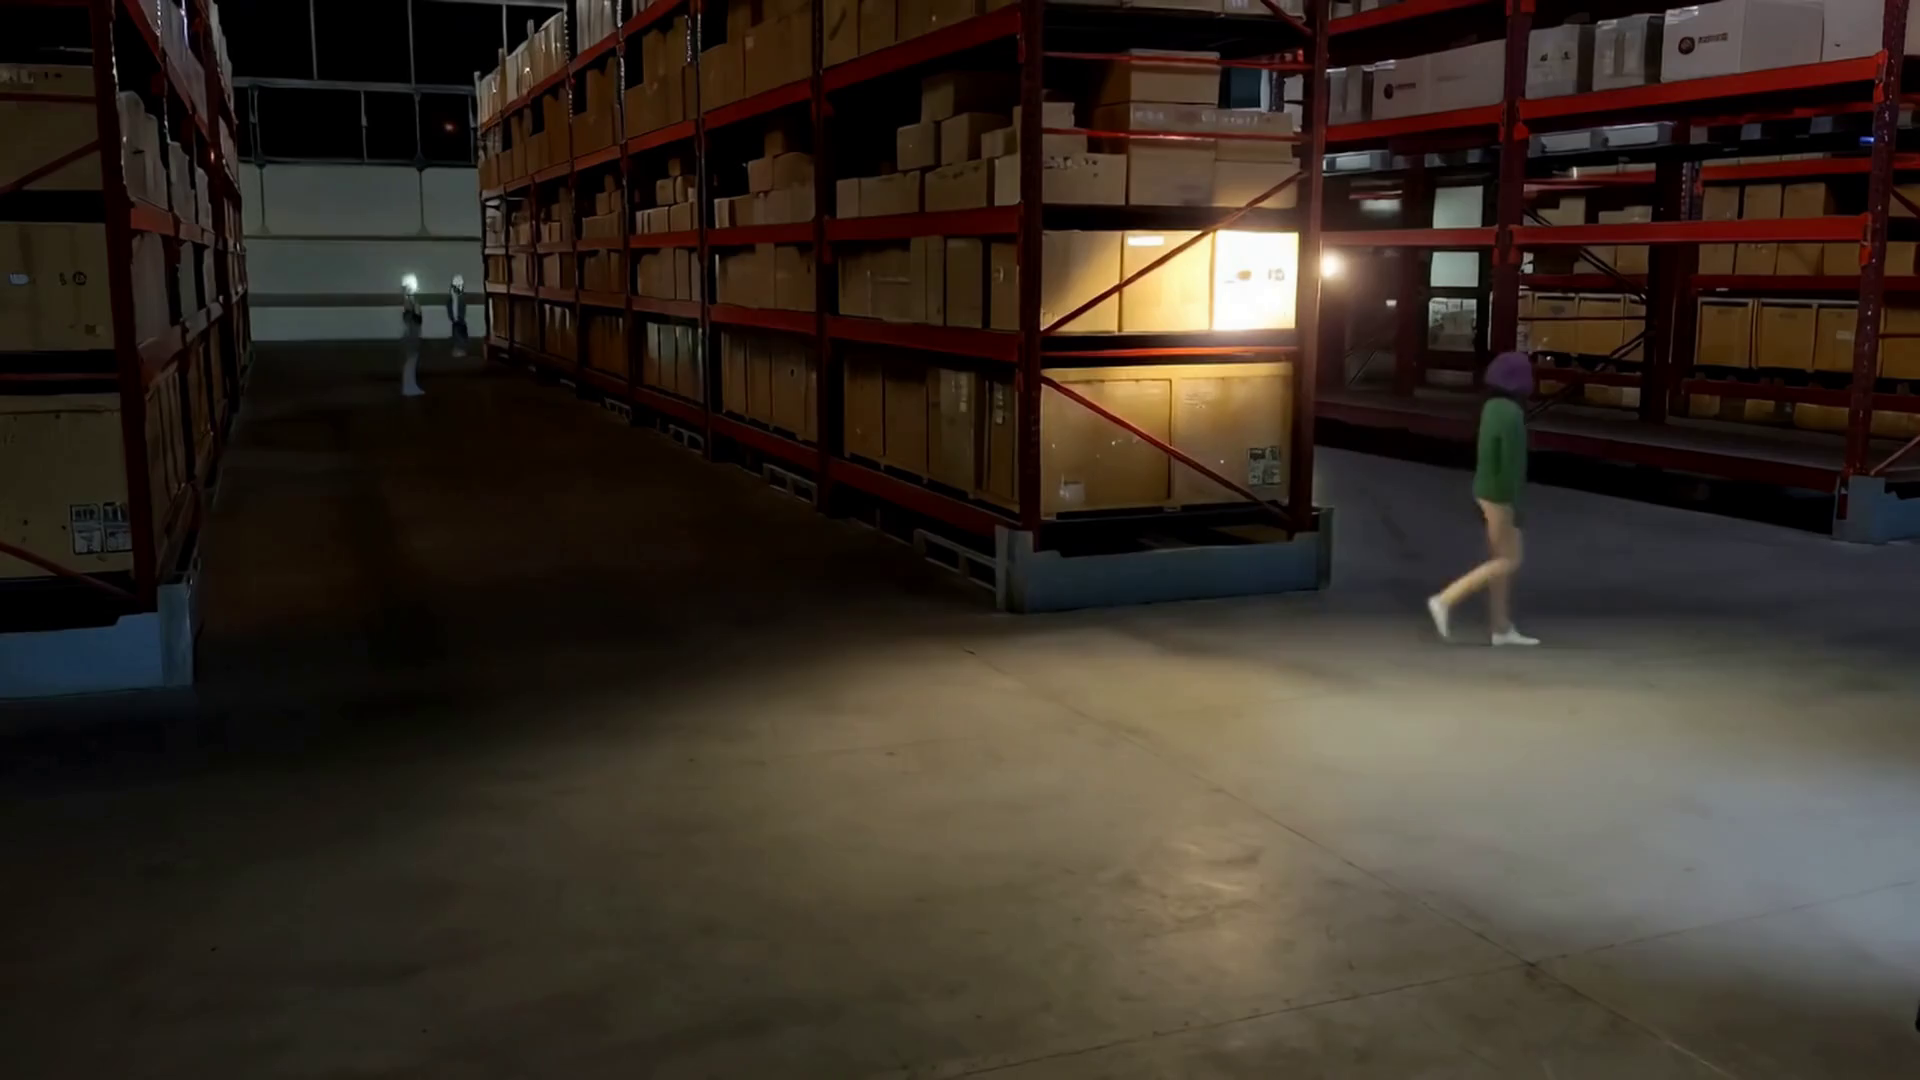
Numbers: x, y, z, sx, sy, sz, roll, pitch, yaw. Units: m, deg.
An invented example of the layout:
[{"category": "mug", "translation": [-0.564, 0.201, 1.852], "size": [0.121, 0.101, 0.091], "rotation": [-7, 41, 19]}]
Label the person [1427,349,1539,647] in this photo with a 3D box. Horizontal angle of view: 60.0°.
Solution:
[{"category": "person", "translation": [2.834, -0.210, 8.874], "size": [0.546, 1.618, 0.515], "rotation": [1, 10, 4]}]

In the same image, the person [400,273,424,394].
[{"category": "person", "translation": [-8.680, -3.248, 26.282], "size": [0.387, 1.895, 0.666], "rotation": [-3, 10, -18]}]

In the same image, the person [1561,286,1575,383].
[{"category": "person", "translation": [10.615, -3.701, 28.799], "size": [0.639, 1.949, 0.816], "rotation": [7, 11, 34]}]

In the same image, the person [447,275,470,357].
[{"category": "person", "translation": [-10.980, -4.907, 36.476], "size": [0.556, 1.807, 0.588], "rotation": [-5, 11, -27]}]
